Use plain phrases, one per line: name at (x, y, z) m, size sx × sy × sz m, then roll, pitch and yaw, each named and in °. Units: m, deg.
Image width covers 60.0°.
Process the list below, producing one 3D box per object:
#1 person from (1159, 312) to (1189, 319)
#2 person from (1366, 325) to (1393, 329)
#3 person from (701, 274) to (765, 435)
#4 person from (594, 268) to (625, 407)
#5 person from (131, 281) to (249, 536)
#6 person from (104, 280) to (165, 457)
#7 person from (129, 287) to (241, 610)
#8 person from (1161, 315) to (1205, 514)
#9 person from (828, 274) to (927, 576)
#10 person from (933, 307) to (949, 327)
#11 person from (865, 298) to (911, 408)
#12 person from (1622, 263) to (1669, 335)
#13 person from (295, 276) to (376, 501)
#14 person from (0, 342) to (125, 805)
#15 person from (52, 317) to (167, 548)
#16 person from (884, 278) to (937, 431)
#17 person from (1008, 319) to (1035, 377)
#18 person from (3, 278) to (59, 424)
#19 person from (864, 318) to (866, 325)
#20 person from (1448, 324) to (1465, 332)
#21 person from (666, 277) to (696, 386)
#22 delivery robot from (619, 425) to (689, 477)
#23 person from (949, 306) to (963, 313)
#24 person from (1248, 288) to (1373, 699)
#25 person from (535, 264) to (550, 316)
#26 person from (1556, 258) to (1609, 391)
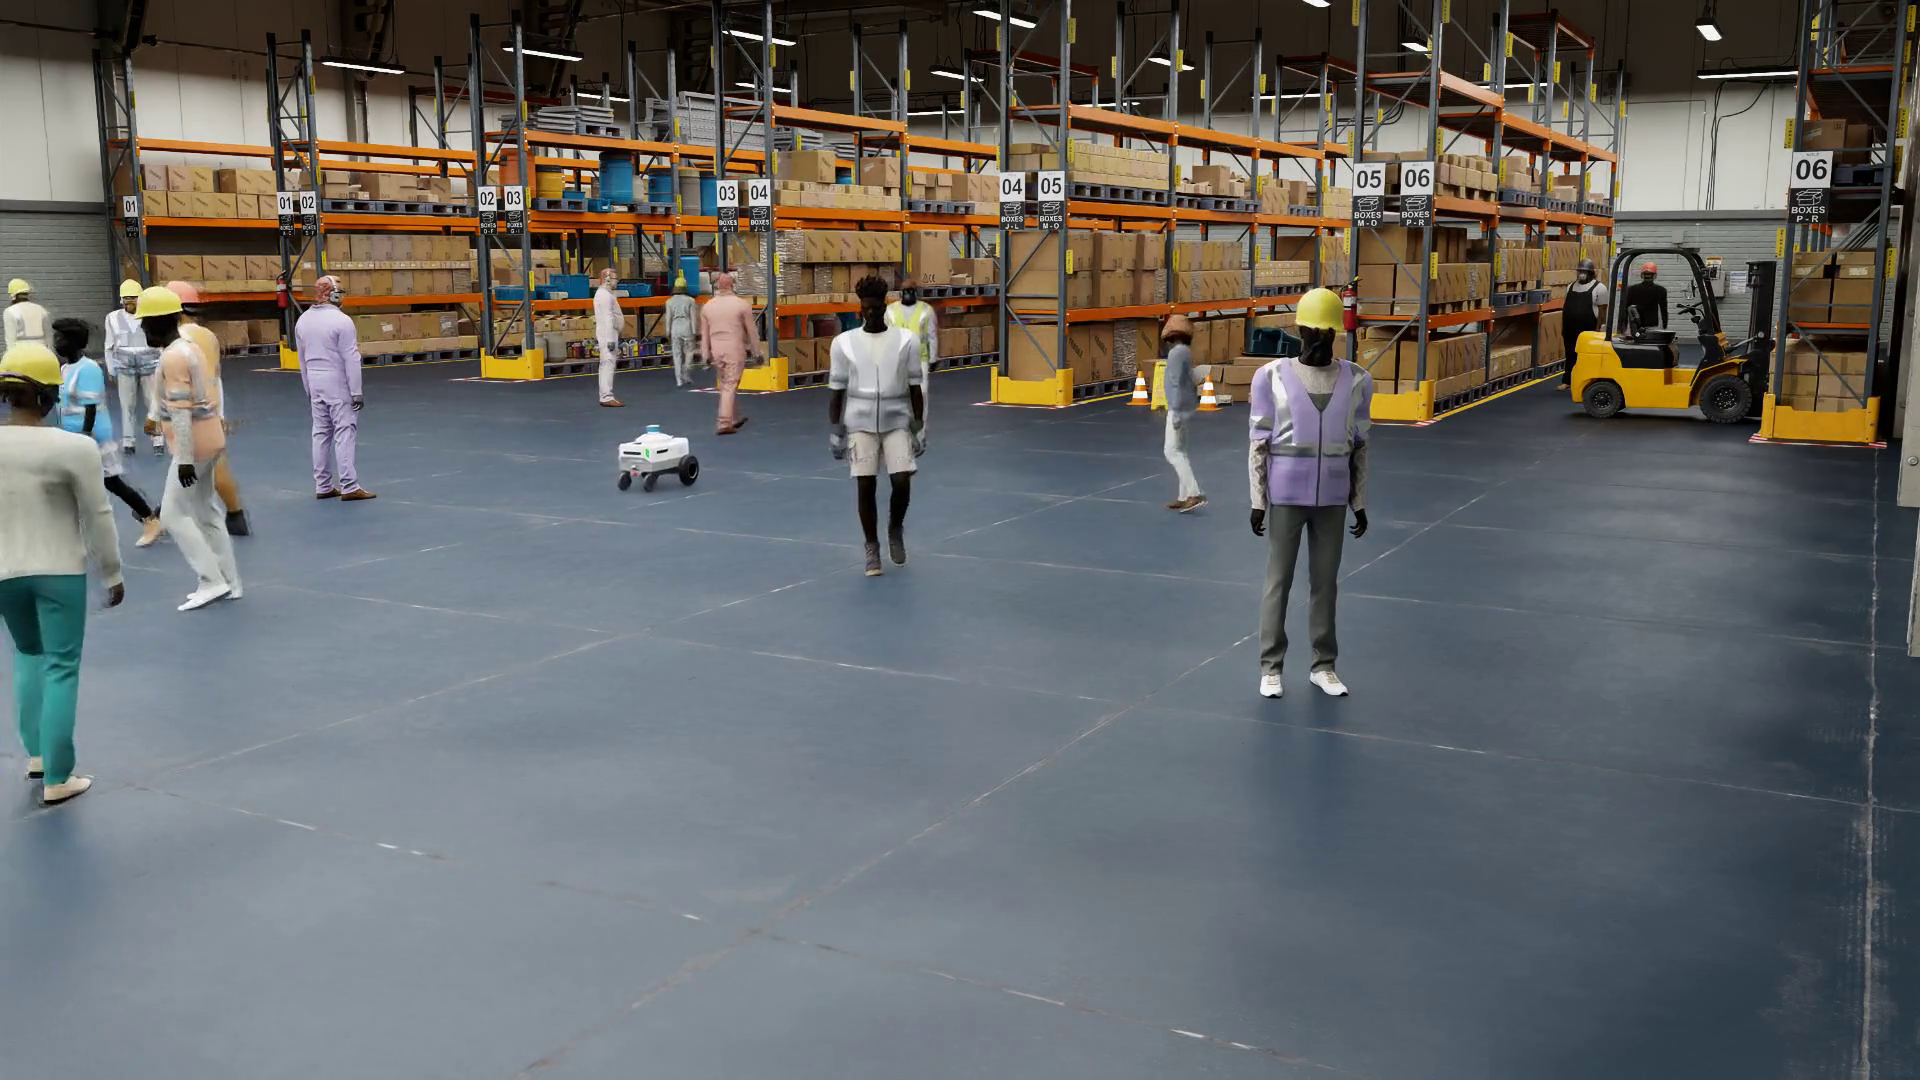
person at (4.307, -4.589, 33.506) m, size 0.651 × 1.904 × 0.402 m, roll 6°, pitch 11°, yaw 30°
person at (7.247, -3.805, 28.496) m, size 0.614 × 2.047 × 0.359 m, roll 7°, pitch 12°, yaw 35°
person at (-2.664, -2.191, 19.620) m, size 0.664 × 1.857 × 0.993 m, roll 5°, pitch 11°, yaw 25°
person at (-4.835, -2.794, 22.994) m, size 0.403 × 1.904 × 0.652 m, roll -3°, pitch 10°, yaw -17°
person at (-5.760, -0.965, 12.341) m, size 0.992 × 1.882 × 0.548 m, roll 1°, pitch 10°, yaw 4°
person at (-8.498, -1.767, 17.192) m, size 0.600 × 1.831 × 0.404 m, roll -3°, pitch 10°, yaw -20°
person at (-4.587, -0.539, 9.842) m, size 0.506 × 1.896 × 0.611 m, roll -3°, pitch 10°, yaw -17°
person at (1.826, -1.027, 13.550) m, size 0.444 × 1.597 × 0.601 m, roll 4°, pitch 10°, yaw 20°
person at (-0.535, -0.736, 10.798) m, size 0.647 × 1.952 × 0.419 m, roll 0°, pitch 10°, yaw -3°
person at (-0.492, -4.844, 35.394) m, size 0.533 × 1.772 × 0.297 m, roll -1°, pitch 10°, yaw -6°
person at (-1.002, -2.334, 21.220) m, size 0.851 × 1.588 × 0.525 m, roll -4°, pitch 10°, yaw -20°
person at (10.993, -3.436, 26.586) m, size 0.658 × 1.956 × 0.931 m, roll 7°, pitch 12°, yaw 36°
person at (-5.309, -1.283, 14.148) m, size 0.644 × 1.908 × 0.408 m, roll 5°, pitch 11°, yaw 27°
person at (-3.497, 0.122, 6.380) m, size 0.545 × 1.747 × 0.547 m, roll -1°, pitch 10°, yaw -4°
person at (-6.049, -0.728, 11.618) m, size 0.536 × 1.659 × 0.852 m, roll 7°, pitch 12°, yaw 37°
person at (-0.586, -2.109, 19.233) m, size 0.645 × 1.823 × 0.763 m, roll 1°, pitch 10°, yaw 3°
person at (0.997, -3.650, 28.194) m, size 0.563 × 1.841 × 0.390 m, roll 0°, pitch 10°, yaw 2°
person at (-11.301, -2.272, 20.239) m, size 0.772 × 1.809 × 0.600 m, roll 4°, pitch 10°, yaw 20°
person at (-1.758, -4.525, 33.045) m, size 0.370 × 1.934 × 0.627 m, roll -8°, pitch 13°, yaw -40°
person at (11.126, -5.204, 37.044) m, size 0.497 × 1.925 × 0.657 m, roll 7°, pitch 12°, yaw 34°
person at (-4.465, -3.348, 26.731) m, size 0.502 × 1.721 × 0.591 m, roll 0°, pitch 10°, yaw 2°
delivery robot at (-2.742, -0.786, 14.913) m, size 0.477 × 0.478 × 0.707 m, roll 4°, pitch 10°, yaw 23°
person at (-0.052, -5.468, 38.607) m, size 0.629 × 1.926 × 0.457 m, roll 4°, pitch 10°, yaw 22°
person at (1.647, -0.215, 7.828) m, size 0.587 × 1.928 × 0.363 m, roll -1°, pitch 10°, yaw -6°
person at (-9.847, -5.515, 38.947) m, size 0.617 × 1.896 × 0.725 m, roll 6°, pitch 12°, yaw 33°
person at (9.500, -3.282, 25.457) m, size 0.538 × 2.000 × 0.684 m, roll -9°, pitch 13°, yaw -43°
